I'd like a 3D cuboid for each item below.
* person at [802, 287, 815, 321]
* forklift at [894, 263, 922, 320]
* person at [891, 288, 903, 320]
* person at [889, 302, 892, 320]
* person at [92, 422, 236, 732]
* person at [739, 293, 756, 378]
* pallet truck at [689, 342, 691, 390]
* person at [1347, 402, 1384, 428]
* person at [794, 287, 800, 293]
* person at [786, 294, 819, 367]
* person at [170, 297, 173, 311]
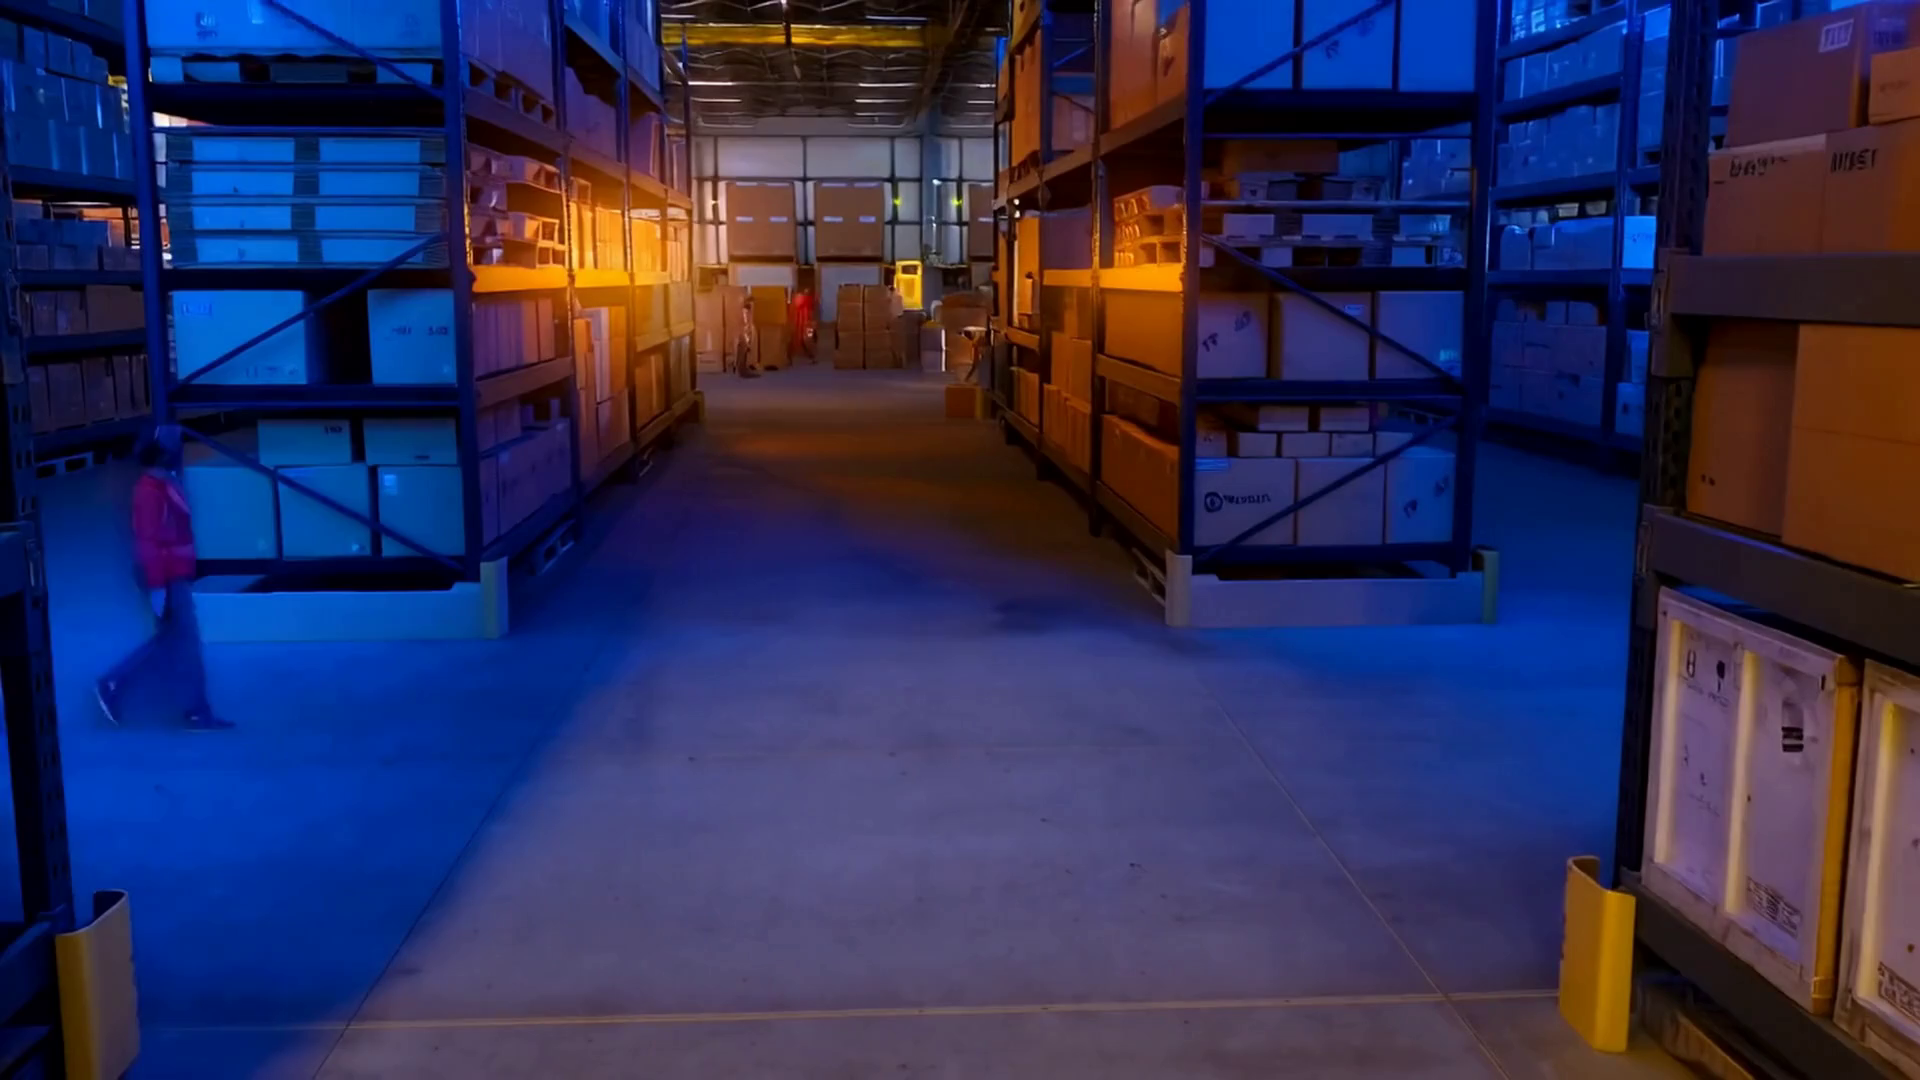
[{"bbox_3d":[-5.739,-8.633,63.092,0.572,1.907,0.548,0,9,3],"label":"person"},{"bbox_3d":[-1.987,-9.022,62.479,1.129,2.768,1.873,-1,9,-4],"label":"forklift"},{"bbox_3d":[-2.138,-7.794,57.814,0.615,1.915,0.643,4,10,22],"label":"person"},{"bbox_3d":[-2.706,-8.458,62.118,0.498,1.864,0.611,-3,10,-19],"label":"person"},{"bbox_3d":[-4.116,0.202,8.501,0.612,1.619,0.523,-3,10,-19],"label":"person"},{"bbox_3d":[-4.892,-4.703,38.315,0.373,1.934,0.551,-2,9,-13],"label":"person"},{"bbox_3d":[-5.225,-3.008,27.480,1.885,1.965,0.823,2,9,14],"label":"pallet truck"},{"bbox_3d":[3.938,-1.321,16.814,0.621,2.020,0.612,0,9,-2],"label":"person"},{"bbox_3d":[-5.880,-8.136,59.919,0.624,1.920,0.436,4,10,26],"label":"person"},{"bbox_3d":[-4.124,-5.400,42.931,1.014,1.872,0.611,-1,9,-6],"label":"person"},{"bbox_3d":[-29.534,-8.630,62.787,0.386,1.992,0.624,1,9,4],"label":"person"}]
